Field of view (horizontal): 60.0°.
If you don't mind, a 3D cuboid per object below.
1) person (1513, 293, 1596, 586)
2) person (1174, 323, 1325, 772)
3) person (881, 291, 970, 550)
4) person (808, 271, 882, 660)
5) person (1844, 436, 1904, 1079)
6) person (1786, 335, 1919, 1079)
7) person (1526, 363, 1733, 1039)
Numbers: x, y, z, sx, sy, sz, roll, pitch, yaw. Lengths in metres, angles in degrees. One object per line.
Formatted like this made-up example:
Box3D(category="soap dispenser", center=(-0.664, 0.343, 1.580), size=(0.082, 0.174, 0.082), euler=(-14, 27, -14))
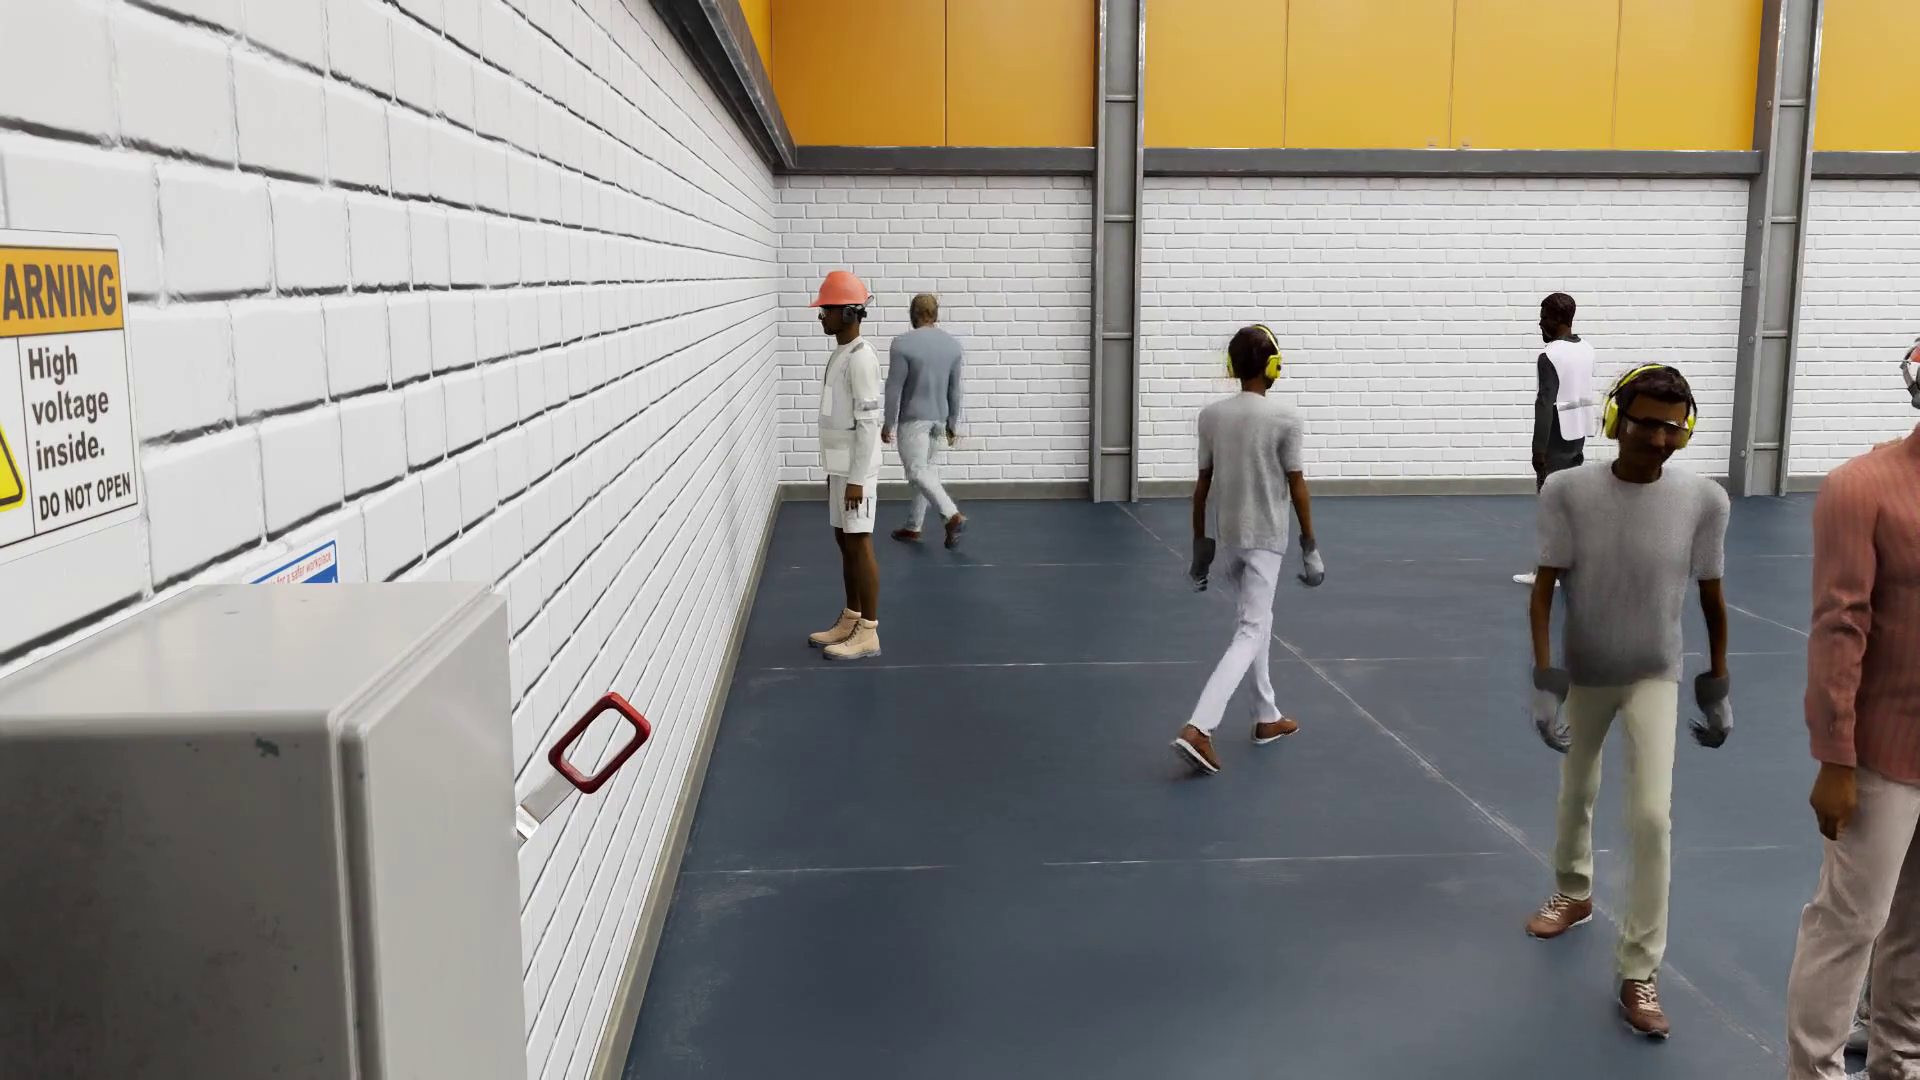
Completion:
Box3D(category="person", center=(3.918, -0.649, 10.850), size=(0.587, 1.911, 0.398), euler=(-8, 12, -43))
Box3D(category="person", center=(1.184, 0.020, 6.907), size=(0.940, 1.833, 0.520), euler=(-8, 12, -41))
Box3D(category="person", center=(-0.228, -0.882, 12.332), size=(0.637, 1.913, 0.879), euler=(-9, 13, -44))
Box3D(category="person", center=(-0.605, -0.391, 8.804), size=(0.372, 2.044, 0.607), euler=(-3, 9, -17))
Box3D(category="person", center=(2.298, 0.565, 4.060), size=(0.315, 1.641, 0.515), euler=(4, 10, 26))
Box3D(category="person", center=(2.119, 0.459, 3.647), size=(0.609, 1.985, 0.392), euler=(-3, 10, -21))
Box3D(category="person", center=(1.903, 0.394, 4.726), size=(0.537, 1.793, 0.891), euler=(4, 10, 25))
